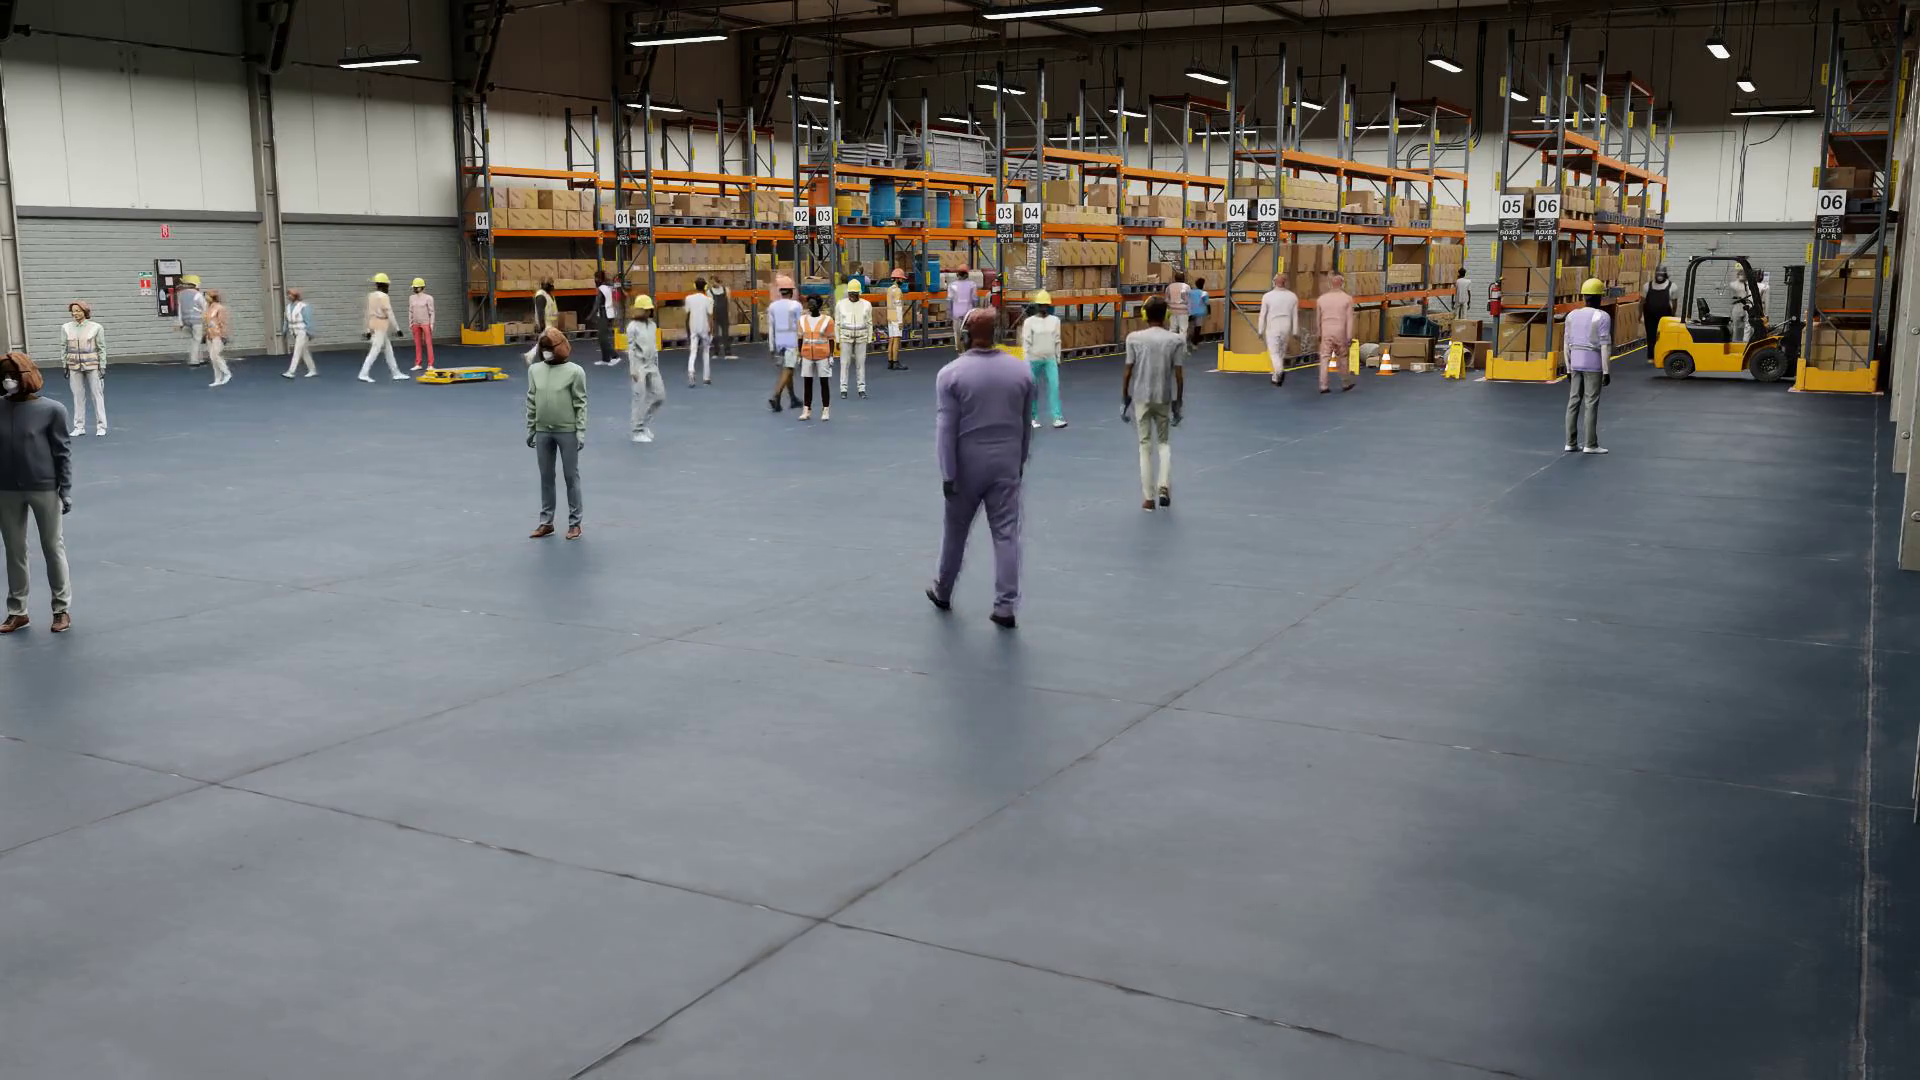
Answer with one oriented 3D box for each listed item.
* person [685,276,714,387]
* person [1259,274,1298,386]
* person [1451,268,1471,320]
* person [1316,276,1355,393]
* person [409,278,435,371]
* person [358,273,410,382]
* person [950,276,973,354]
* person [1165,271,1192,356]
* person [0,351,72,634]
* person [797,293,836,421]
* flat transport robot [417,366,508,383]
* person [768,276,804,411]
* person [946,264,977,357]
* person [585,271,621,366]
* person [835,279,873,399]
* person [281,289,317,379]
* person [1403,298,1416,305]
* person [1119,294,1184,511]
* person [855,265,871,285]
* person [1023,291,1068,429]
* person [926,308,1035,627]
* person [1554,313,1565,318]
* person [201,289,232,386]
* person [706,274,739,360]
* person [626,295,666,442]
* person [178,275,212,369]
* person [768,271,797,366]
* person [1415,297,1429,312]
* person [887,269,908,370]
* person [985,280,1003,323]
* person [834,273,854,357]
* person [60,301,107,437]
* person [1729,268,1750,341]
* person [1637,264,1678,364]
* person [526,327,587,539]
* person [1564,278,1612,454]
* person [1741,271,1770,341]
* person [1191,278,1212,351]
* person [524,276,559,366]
[{"bbox_3d":[-4.379,-3.486,27.843,0.519,1.849,0.820,1,10,4],"label":"person"},{"bbox_3d":[5.377,-3.532,27.998,0.661,1.886,0.833,-2,10,-12],"label":"person"},{"bbox_3d":[13.432,-6.353,44.577,0.510,1.860,0.333,2,10,12],"label":"person"},{"bbox_3d":[6.027,-3.284,26.597,0.674,1.851,0.980,7,12,34],"label":"person"},{"bbox_3d":[-10.248,-4.096,31.639,0.523,1.763,0.329,2,10,14],"label":"person"},{"bbox_3d":[-10.076,-3.677,28.865,0.973,1.889,0.595,-8,13,-39],"label":"person"},{"bbox_3d":[0.075,-5.098,36.983,0.630,1.938,0.369,3,10,18],"label":"person"},{"bbox_3d":[4.790,-4.925,36.259,0.631,1.843,0.429,7,12,35],"label":"person"},{"bbox_3d":[-5.392,-0.271,9.619,0.498,1.633,0.282,-1,10,-7],"label":"person"},{"bbox_3d":[-1.904,-2.420,22.012,0.536,1.696,0.321,2,10,13],"label":"person"},{"bbox_3d":[-8.636,-2.883,28.891,0.652,0.197,1.431,7,12,36],"label":"flat transport robot"},{"bbox_3d":[-2.475,-2.776,23.522,0.546,1.904,0.930,6,11,30],"label":"person"},{"bbox_3d":[0.022,-4.607,33.901,0.632,2.006,0.527,-2,10,-11],"label":"person"},{"bbox_3d":[-7.084,-4.406,33.075,0.641,1.890,0.605,0,10,-1],"label":"person"},{"bbox_3d":[-1.624,-3.071,25.461,0.588,1.822,0.403,-2,10,-10],"label":"person"},{"bbox_3d":[-11.850,-3.680,29.702,0.535,1.587,0.875,6,11,31],"label":"person"},{"bbox_3d":[12.570,-6.702,46.331,0.426,1.943,0.618,3,10,18],"label":"person"},{"bbox_3d":[1.634,-1.169,14.251,0.518,1.853,0.428,0,10,-2],"label":"person"},{"bbox_3d":[-2.642,-6.322,44.150,0.638,1.938,0.357,9,13,41],"label":"person"},{"bbox_3d":[1.063,-2.245,20.861,0.555,1.727,0.829,-3,10,-19],"label":"person"},{"bbox_3d":[0.114,-0.450,10.014,0.659,1.860,0.971,-3,10,-19],"label":"person"},{"bbox_3d":[16.157,-6.443,44.736,0.430,1.978,0.634,5,11,27],"label":"person"},{"bbox_3d":[-12.480,-3.376,27.811,0.528,1.624,0.372,7,12,36],"label":"person"},{"bbox_3d":[-4.960,-4.661,34.855,0.699,1.812,0.349,-4,11,-24],"label":"person"},{"bbox_3d":[-3.690,-1.998,19.452,0.395,1.727,0.504,6,11,31],"label":"person"},{"bbox_3d":[-14.834,-4.250,32.430,0.626,1.795,0.852,3,10,15],"label":"person"},{"bbox_3d":[-3.515,-4.395,33.104,0.688,1.928,0.611,6,11,31],"label":"person"},{"bbox_3d":[13.100,-6.836,47.016,1.027,2.003,0.628,0,10,-1],"label":"person"},{"bbox_3d":[-1.203,-4.228,31.905,0.366,1.933,0.551,-4,10,-22],"label":"person"},{"bbox_3d":[0.781,-5.068,37.698,0.284,1.634,0.498,-9,13,-44],"label":"person"},{"bbox_3d":[-2.466,-4.798,35.611,0.538,1.809,0.641,-8,12,-39],"label":"person"},{"bbox_3d":[-10.588,-2.069,20.122,0.515,1.641,0.309,-1,10,-6],"label":"person"},{"bbox_3d":[18.589,-5.498,39.506,0.637,1.895,1.010,7,12,35],"label":"person"},{"bbox_3d":[13.911,-4.511,33.249,0.694,2.000,0.849,6,12,33],"label":"person"},{"bbox_3d":[-3.115,-0.820,12.834,0.498,1.633,0.283,2,10,14],"label":"person"},{"bbox_3d":[6.938,-1.914,18.372,0.364,1.930,0.588,-6,11,-31],"label":"person"},{"bbox_3d":[17.038,-4.841,35.648,0.576,1.881,0.352,9,13,44],"label":"person"},{"bbox_3d":[5.546,-5.187,38.295,0.548,1.655,0.828,8,13,39],"label":"person"},{"bbox_3d":[-7.957,-4.112,31.615,0.693,1.810,0.647,0,10,2],"label":"person"}]
